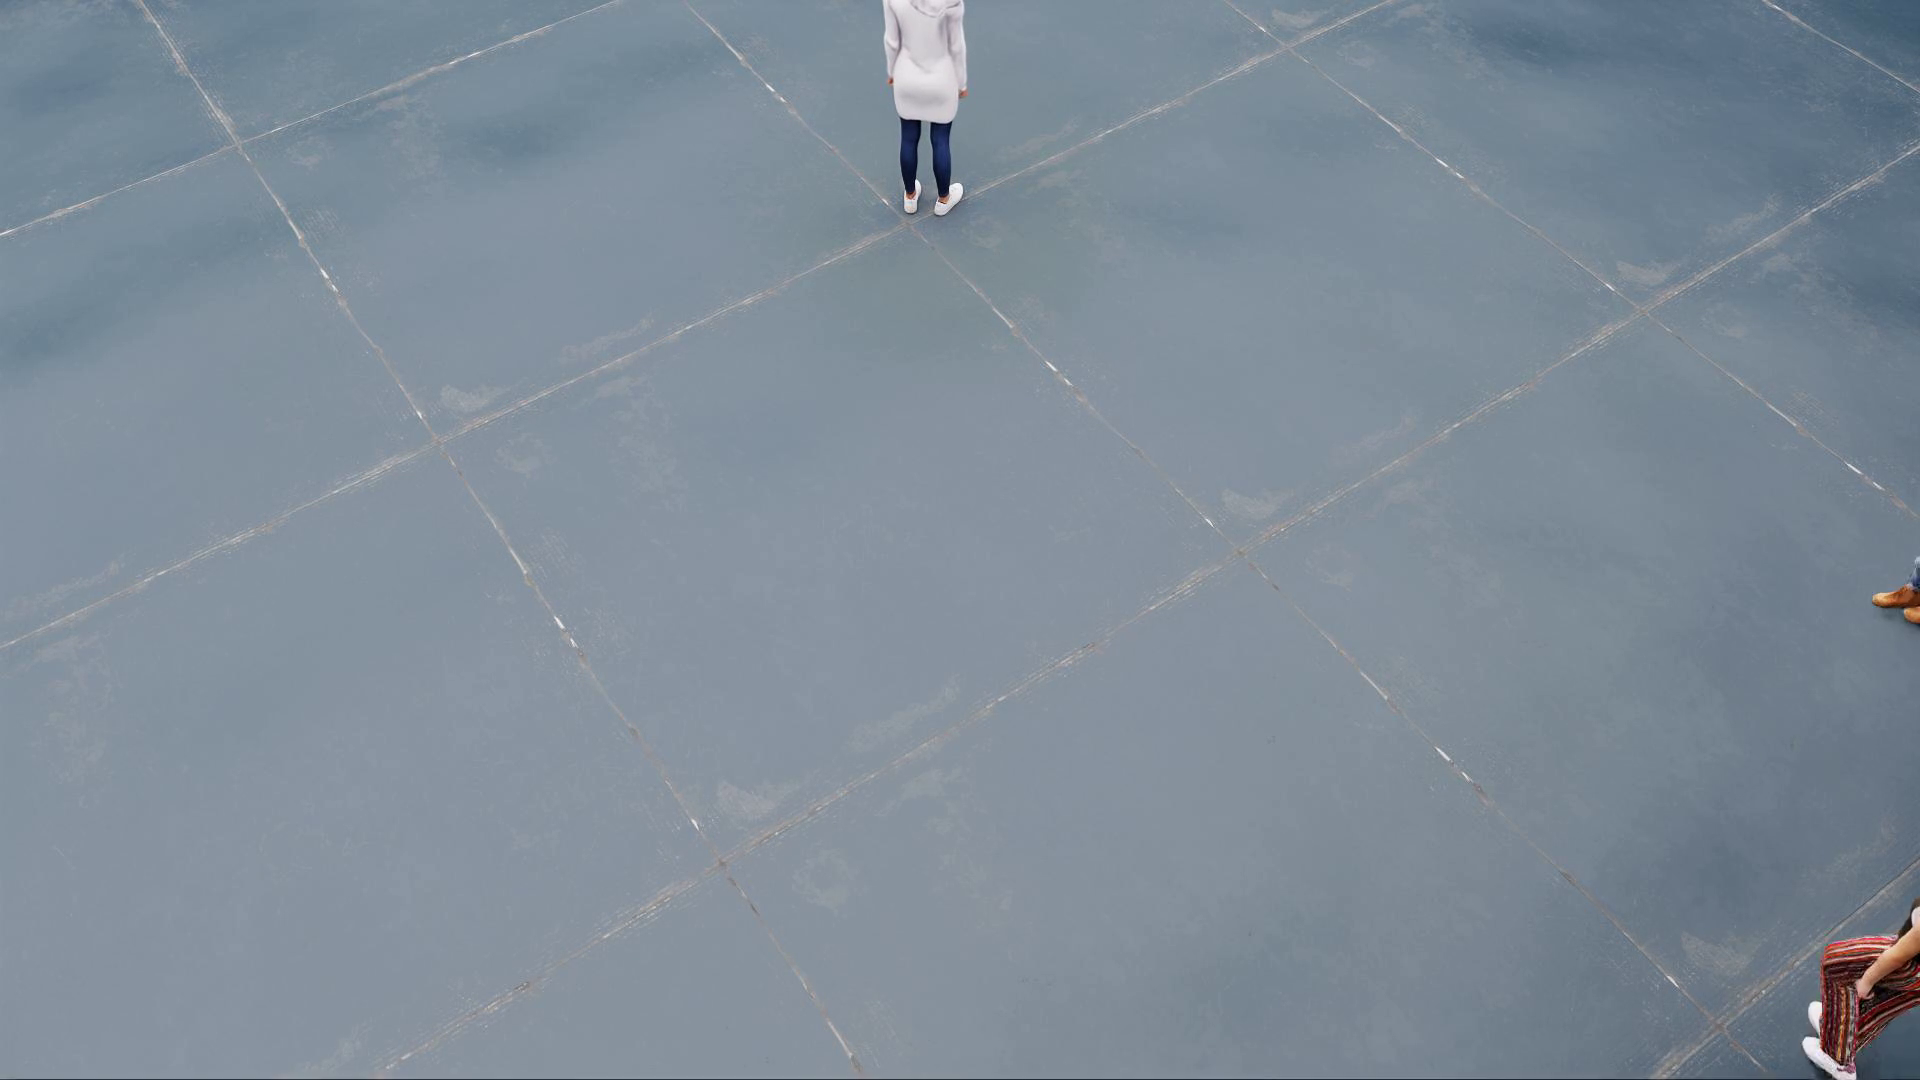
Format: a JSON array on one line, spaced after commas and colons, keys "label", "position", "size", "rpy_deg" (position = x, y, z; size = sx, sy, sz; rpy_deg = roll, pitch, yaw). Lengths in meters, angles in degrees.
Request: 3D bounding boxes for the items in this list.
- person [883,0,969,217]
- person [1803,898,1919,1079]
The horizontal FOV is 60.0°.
[{"label": "person", "position": [-0.194, -2.563, 9.274], "size": [0.671, 1.775, 0.746], "rpy_deg": [11, 53, 8]}, {"label": "person", "position": [3.561, 1.644, 6.158], "size": [0.709, 1.551, 0.784], "rpy_deg": [-3, 52, -2]}]
